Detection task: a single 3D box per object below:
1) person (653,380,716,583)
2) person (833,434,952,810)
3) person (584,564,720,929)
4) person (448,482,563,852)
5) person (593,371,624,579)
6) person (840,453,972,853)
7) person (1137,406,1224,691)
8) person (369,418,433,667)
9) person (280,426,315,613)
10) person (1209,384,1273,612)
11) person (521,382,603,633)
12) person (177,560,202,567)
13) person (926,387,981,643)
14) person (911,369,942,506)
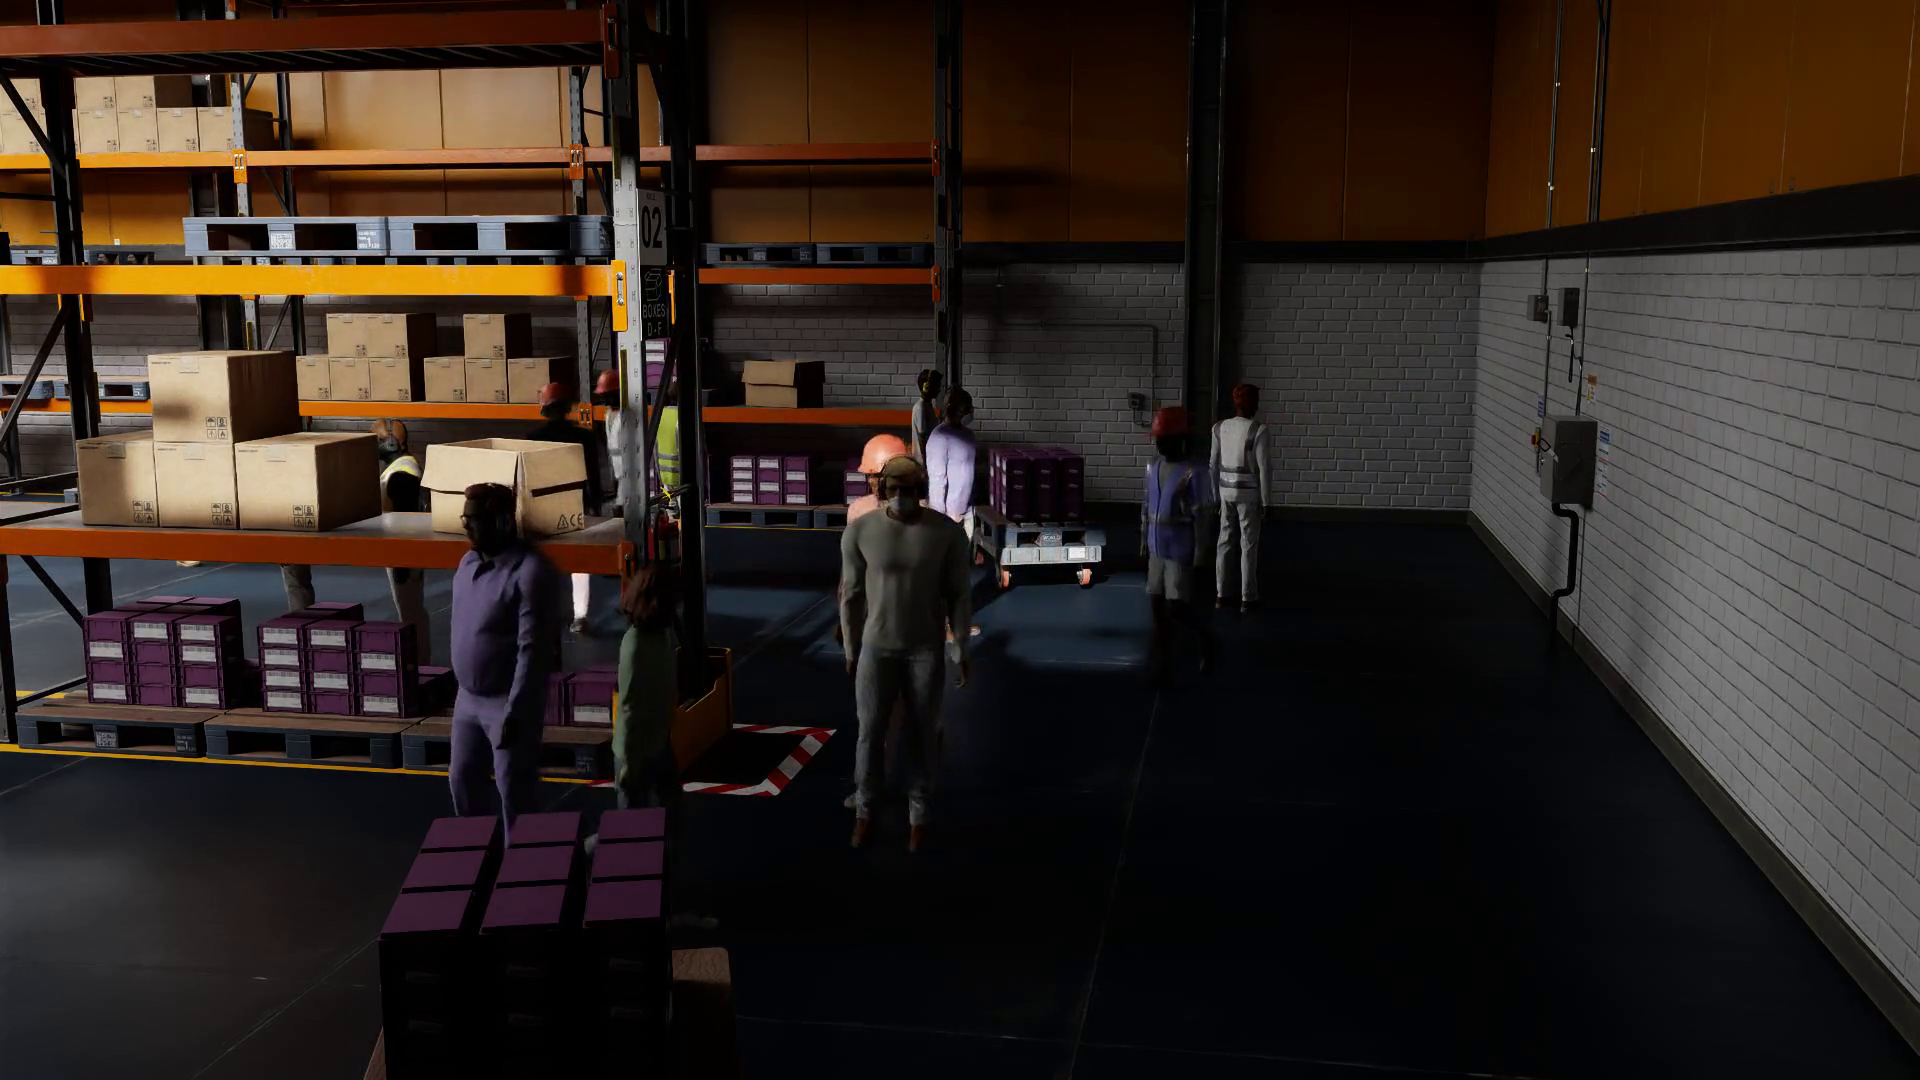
[{"bbox_3d":[-2.473,-0.525,14.950,0.633,1.845,0.429,8,12,40],"label":"person"},{"bbox_3d":[-0.323,0.390,8.919,0.596,1.959,0.934,8,12,41],"label":"person"},{"bbox_3d":[-1.415,0.883,6.977,0.706,1.607,0.516,1,9,6],"label":"person"},{"bbox_3d":[-2.009,0.697,7.204,0.667,1.902,0.462,7,12,38],"label":"person"},{"bbox_3d":[-3.121,-0.594,15.249,0.658,1.906,0.575,-6,11,-35],"label":"person"},{"bbox_3d":[-0.262,0.544,8.057,0.643,1.936,0.434,0,9,-1],"label":"person"},{"bbox_3d":[1.458,0.058,11.102,0.564,1.924,0.558,-6,11,-34],"label":"person"},{"bbox_3d":[-3.747,0.098,11.131,0.430,1.835,0.619,-4,10,-23],"label":"person"},{"bbox_3d":[-4.792,-0.025,11.883,0.403,1.833,0.586,-3,10,-17],"label":"person"},{"bbox_3d":[2.326,-0.348,13.725,0.583,1.882,0.338,9,13,44],"label":"person"},{"bbox_3d":[-3.104,-0.259,13.003,0.646,1.949,1.012,-4,10,-24],"label":"person"},{"bbox_3d":[-7.315,-0.673,15.880,0.428,1.841,0.633,2,9,13],"label":"person"},{"bbox_3d":[-0.055,-0.195,12.638,0.356,1.933,0.628,4,10,23],"label":"person"},{"bbox_3d":[-0.308,-0.717,16.085,0.329,1.865,0.507,0,9,-1],"label":"person"}]
